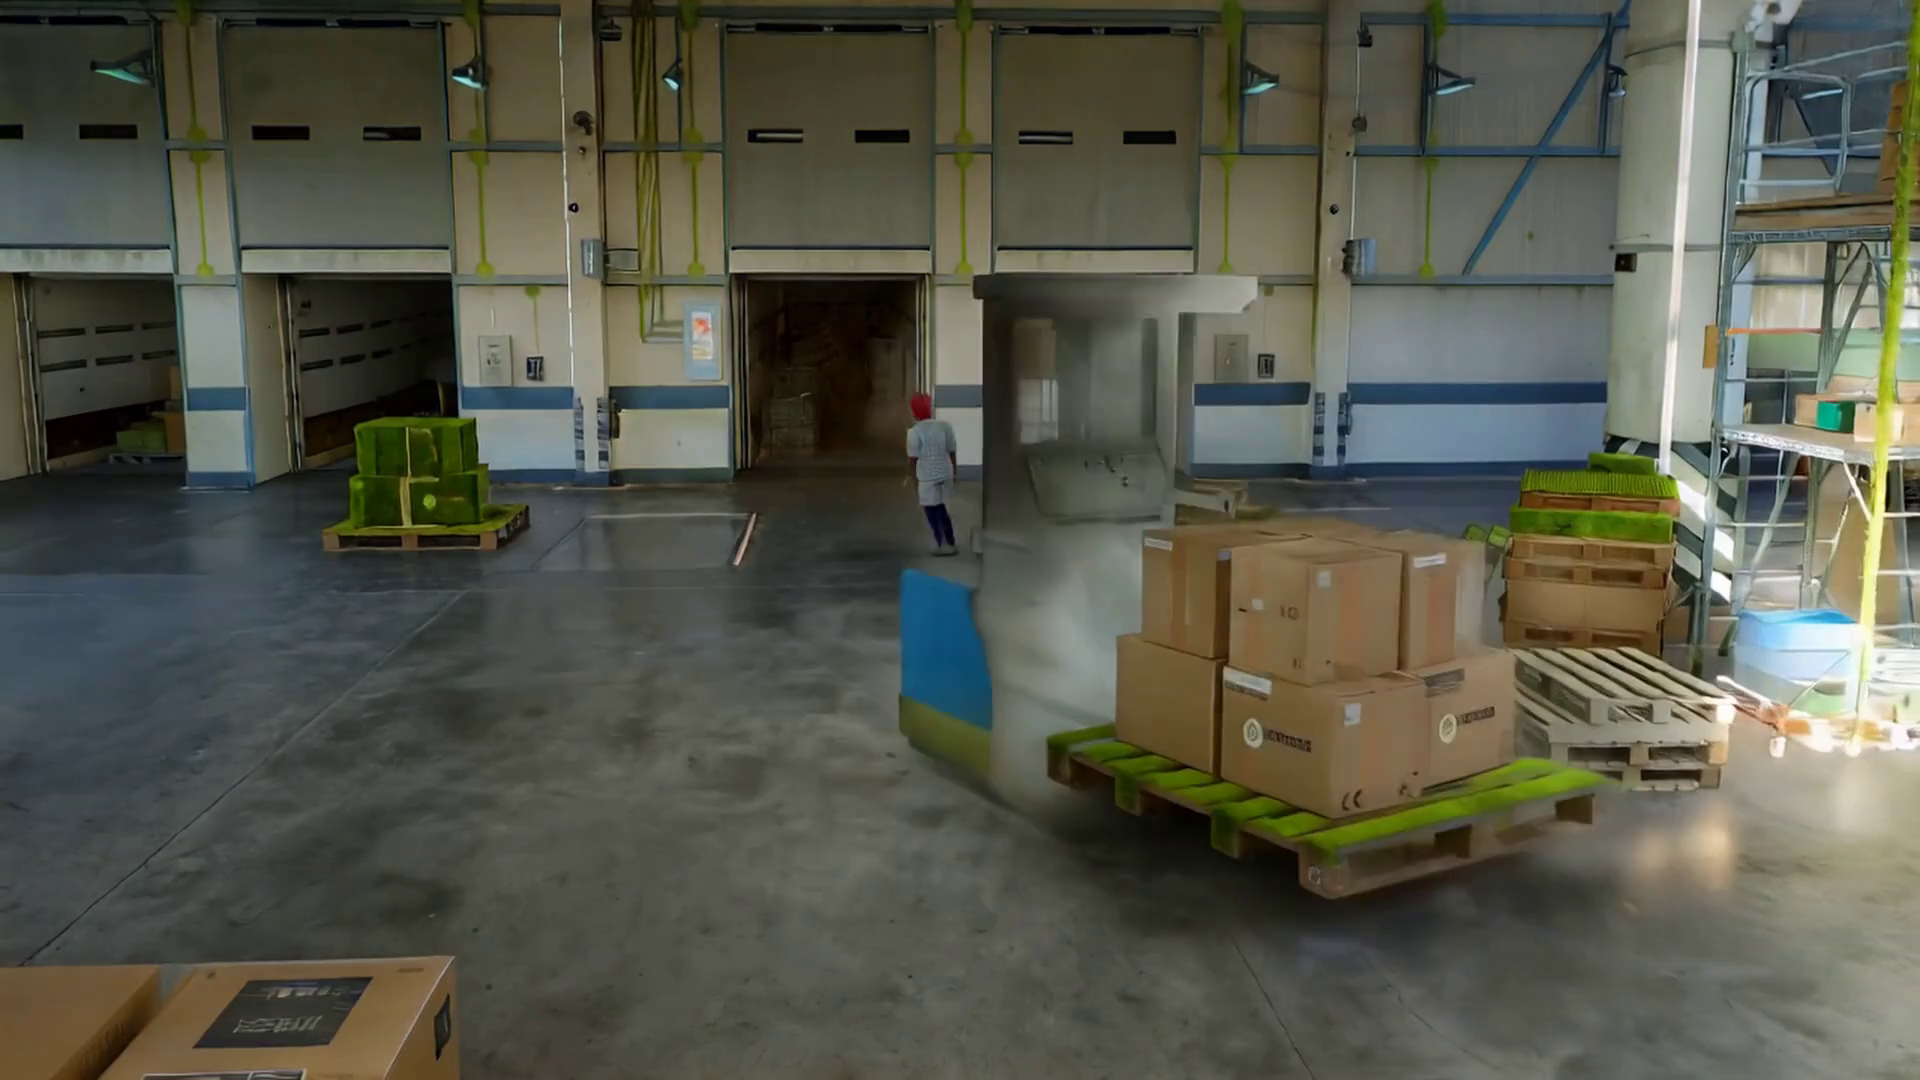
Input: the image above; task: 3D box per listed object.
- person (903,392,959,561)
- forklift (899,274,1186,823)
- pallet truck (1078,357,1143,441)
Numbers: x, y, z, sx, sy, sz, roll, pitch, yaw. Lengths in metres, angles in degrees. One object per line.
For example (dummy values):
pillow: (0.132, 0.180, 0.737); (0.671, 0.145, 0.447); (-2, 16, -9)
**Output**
person: (-0.274, -0.628, 16.473); (0.566, 1.659, 0.446); (-7, 11, -36)
forklift: (0.538, -0.090, 9.312); (1.129, 2.768, 1.873); (-6, 11, -32)
pallet truck: (2.088, -0.836, 16.757); (1.885, 1.965, 0.823); (2, 9, 13)
